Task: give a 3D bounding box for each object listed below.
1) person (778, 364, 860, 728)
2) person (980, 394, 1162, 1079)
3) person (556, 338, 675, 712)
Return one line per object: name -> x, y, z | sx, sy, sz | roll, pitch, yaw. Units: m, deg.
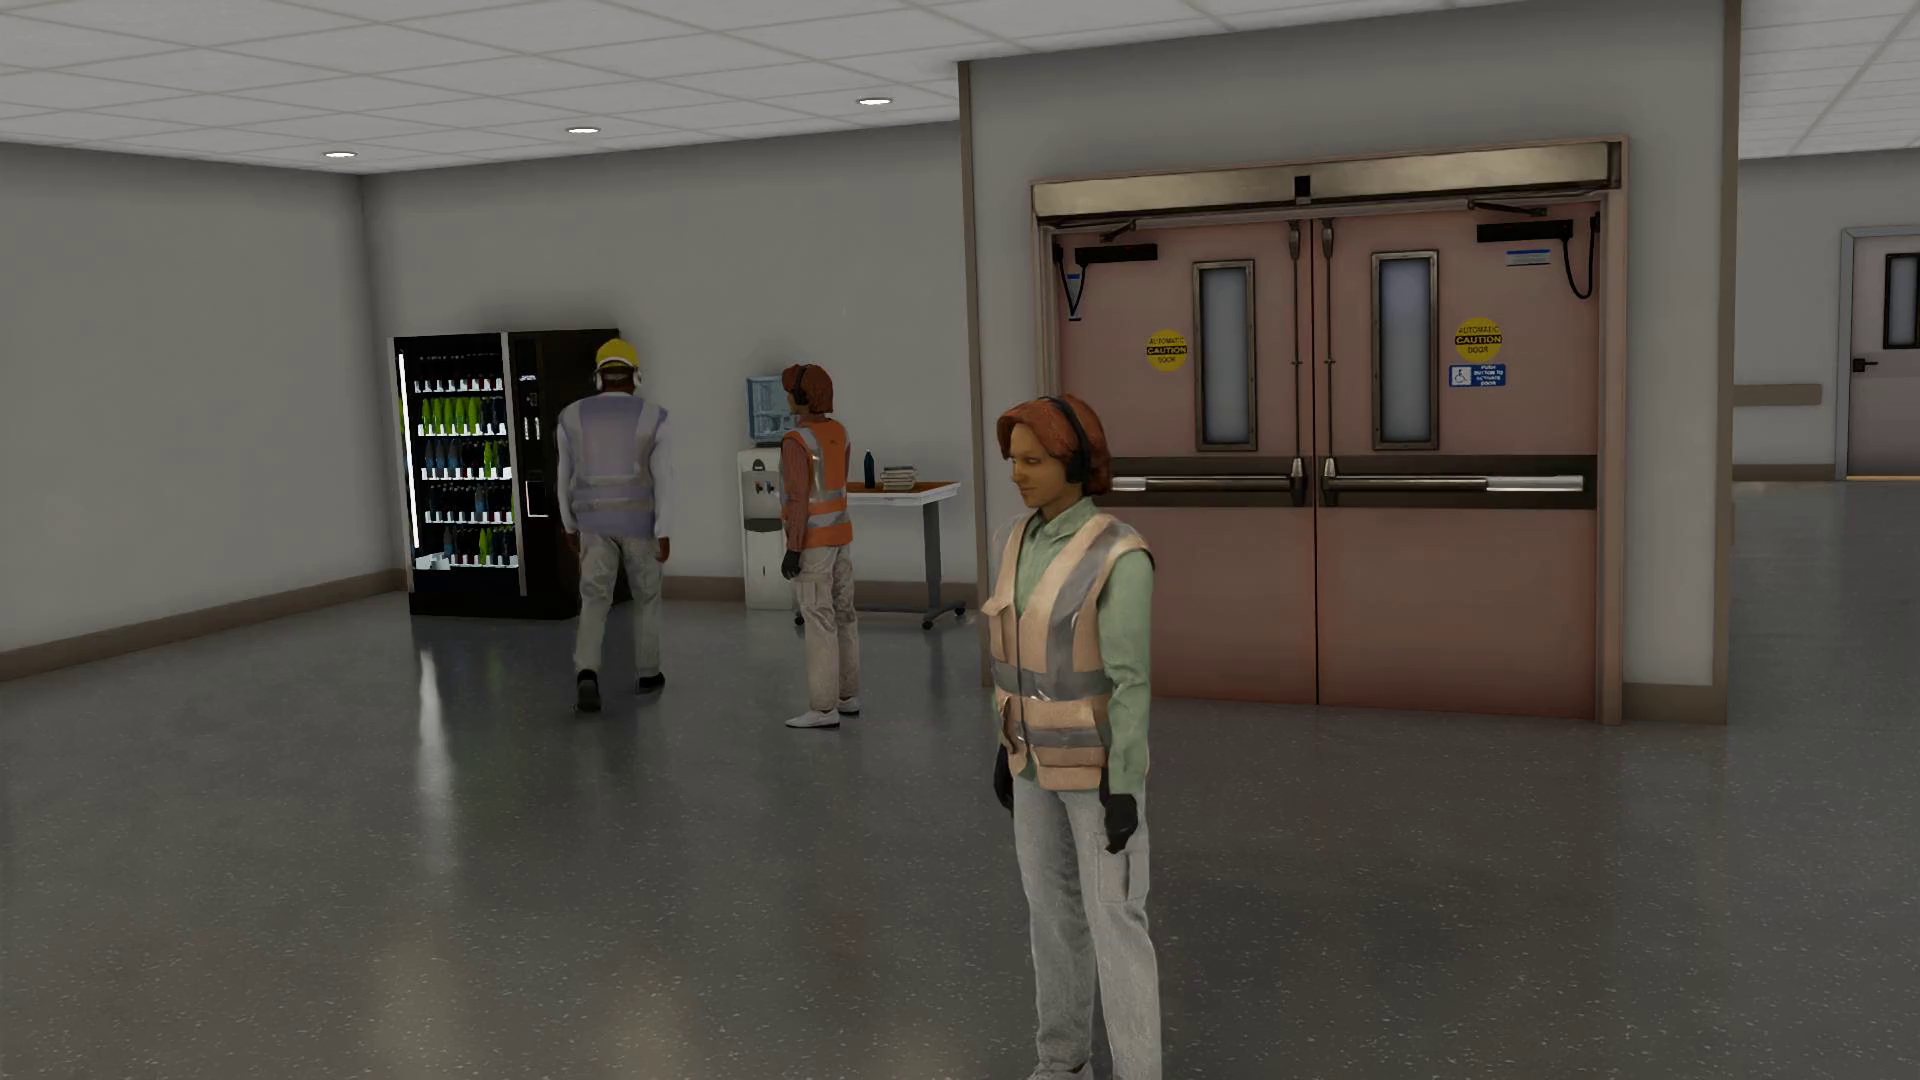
person -> -0.638, 0.027, 7.504 | 0.308, 1.640, 0.511 | 1, 8, 22
person -> 0.242, 0.504, 3.592 | 0.309, 1.634, 0.516 | -7, 9, -32
person -> -1.679, -0.078, 8.061 | 0.607, 1.793, 0.816 | -2, 7, 2
